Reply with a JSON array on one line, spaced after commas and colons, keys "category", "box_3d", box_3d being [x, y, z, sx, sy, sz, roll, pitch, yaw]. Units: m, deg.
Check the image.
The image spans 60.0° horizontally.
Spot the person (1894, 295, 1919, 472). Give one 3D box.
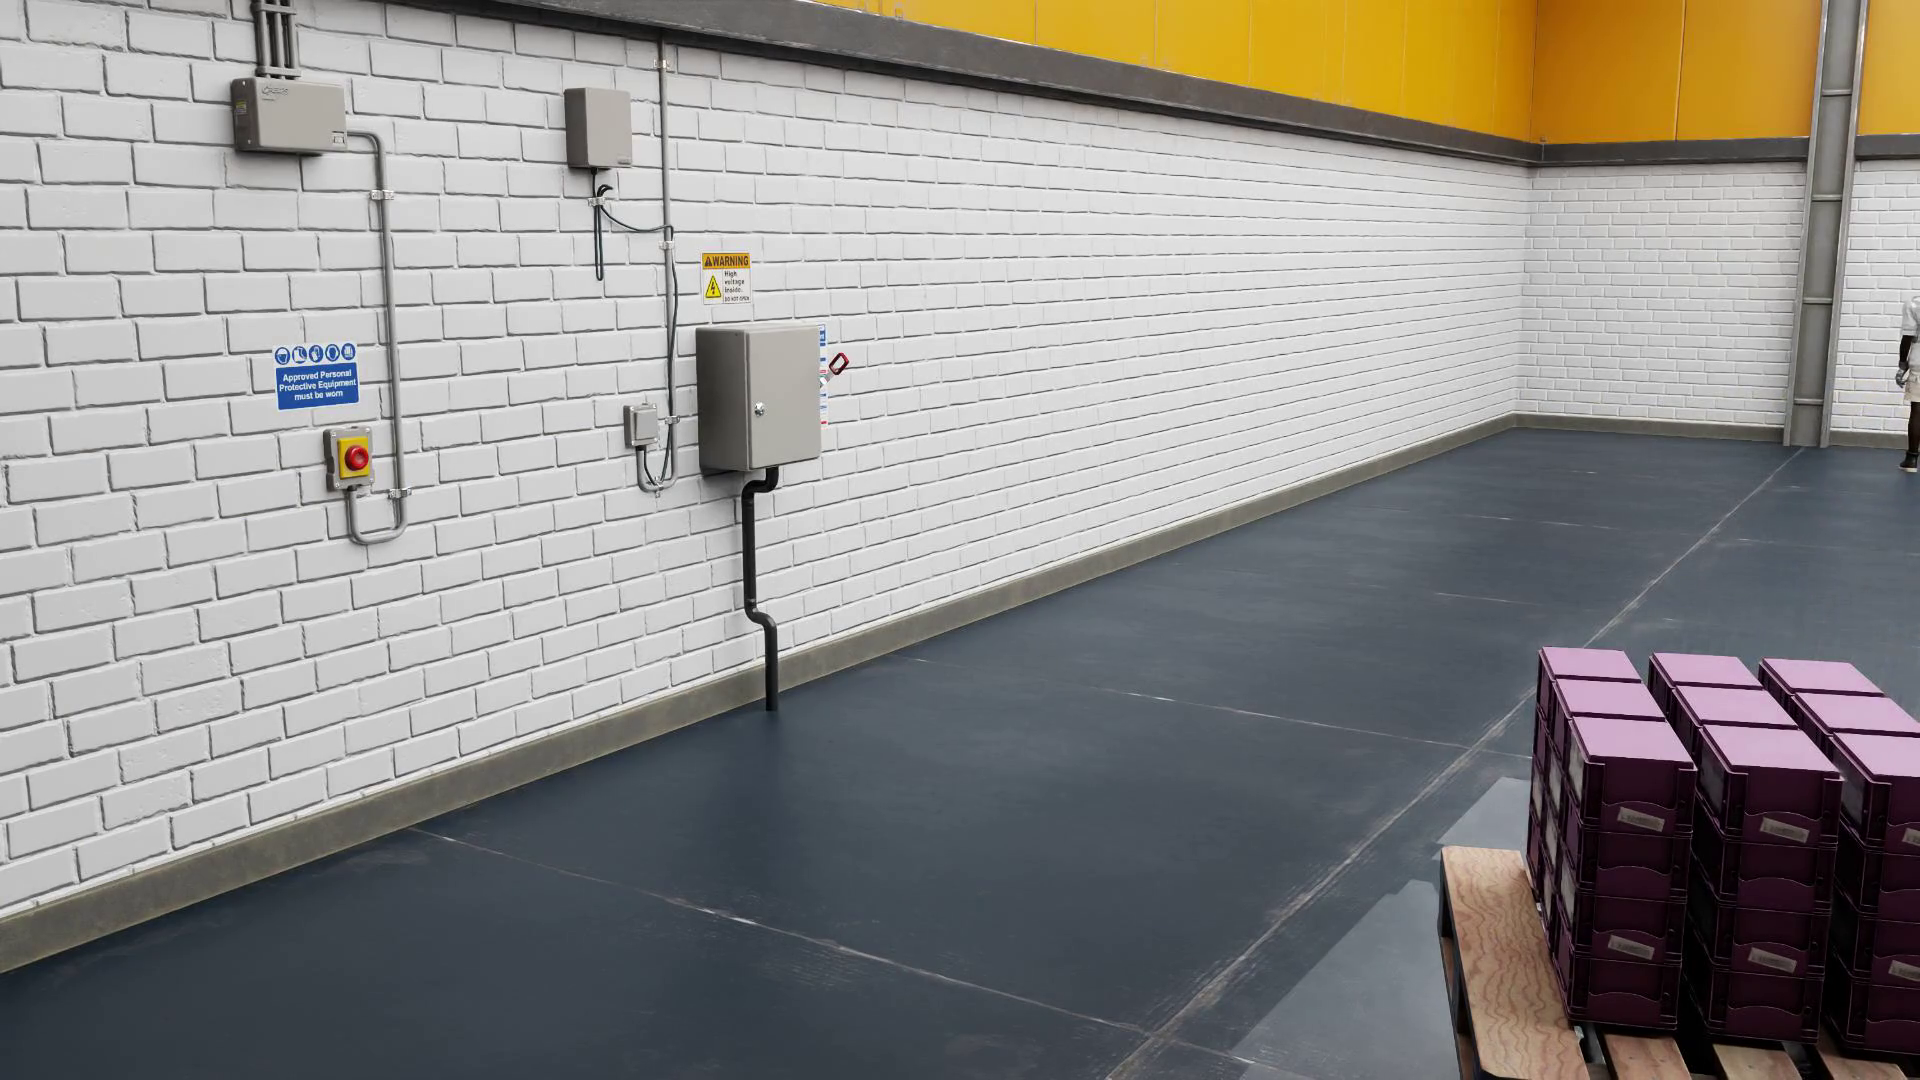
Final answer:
[{"category": "person", "box_3d": [8.808, -1.578, 15.041, 0.608, 1.957, 0.374, 4, 11, 21]}]
